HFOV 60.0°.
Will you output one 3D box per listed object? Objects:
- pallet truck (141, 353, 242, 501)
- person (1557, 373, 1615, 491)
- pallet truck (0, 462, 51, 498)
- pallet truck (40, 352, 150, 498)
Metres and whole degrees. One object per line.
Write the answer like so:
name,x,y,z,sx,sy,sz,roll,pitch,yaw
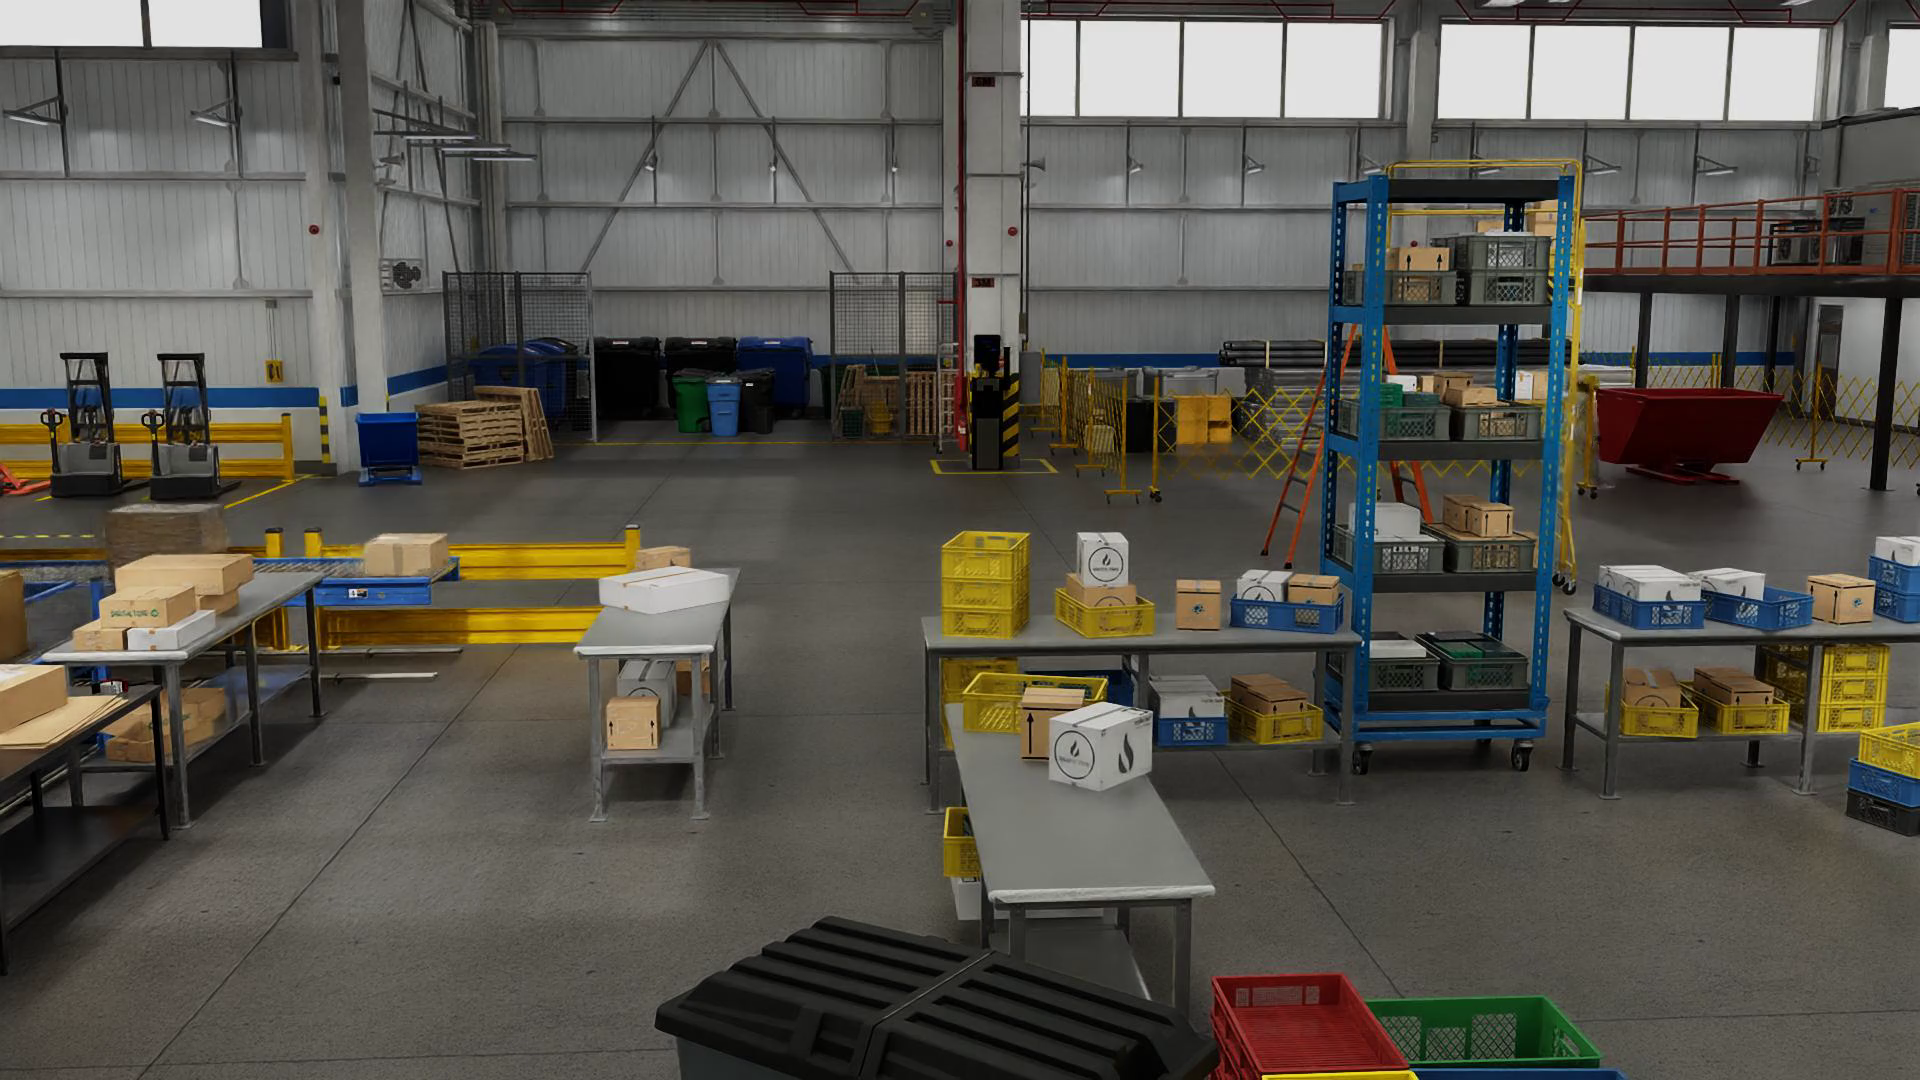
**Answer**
pallet truck,-10.520,-1.604,22.925,0.823,1.965,1.885,-1,9,-6
person,8.739,-1.505,23.344,0.874,1.678,0.492,2,9,14
pallet truck,-13.193,-1.293,23.148,0.653,1.274,1.630,-1,9,-4
pallet truck,-11.907,-1.642,23.165,0.823,1.965,1.885,0,9,0
